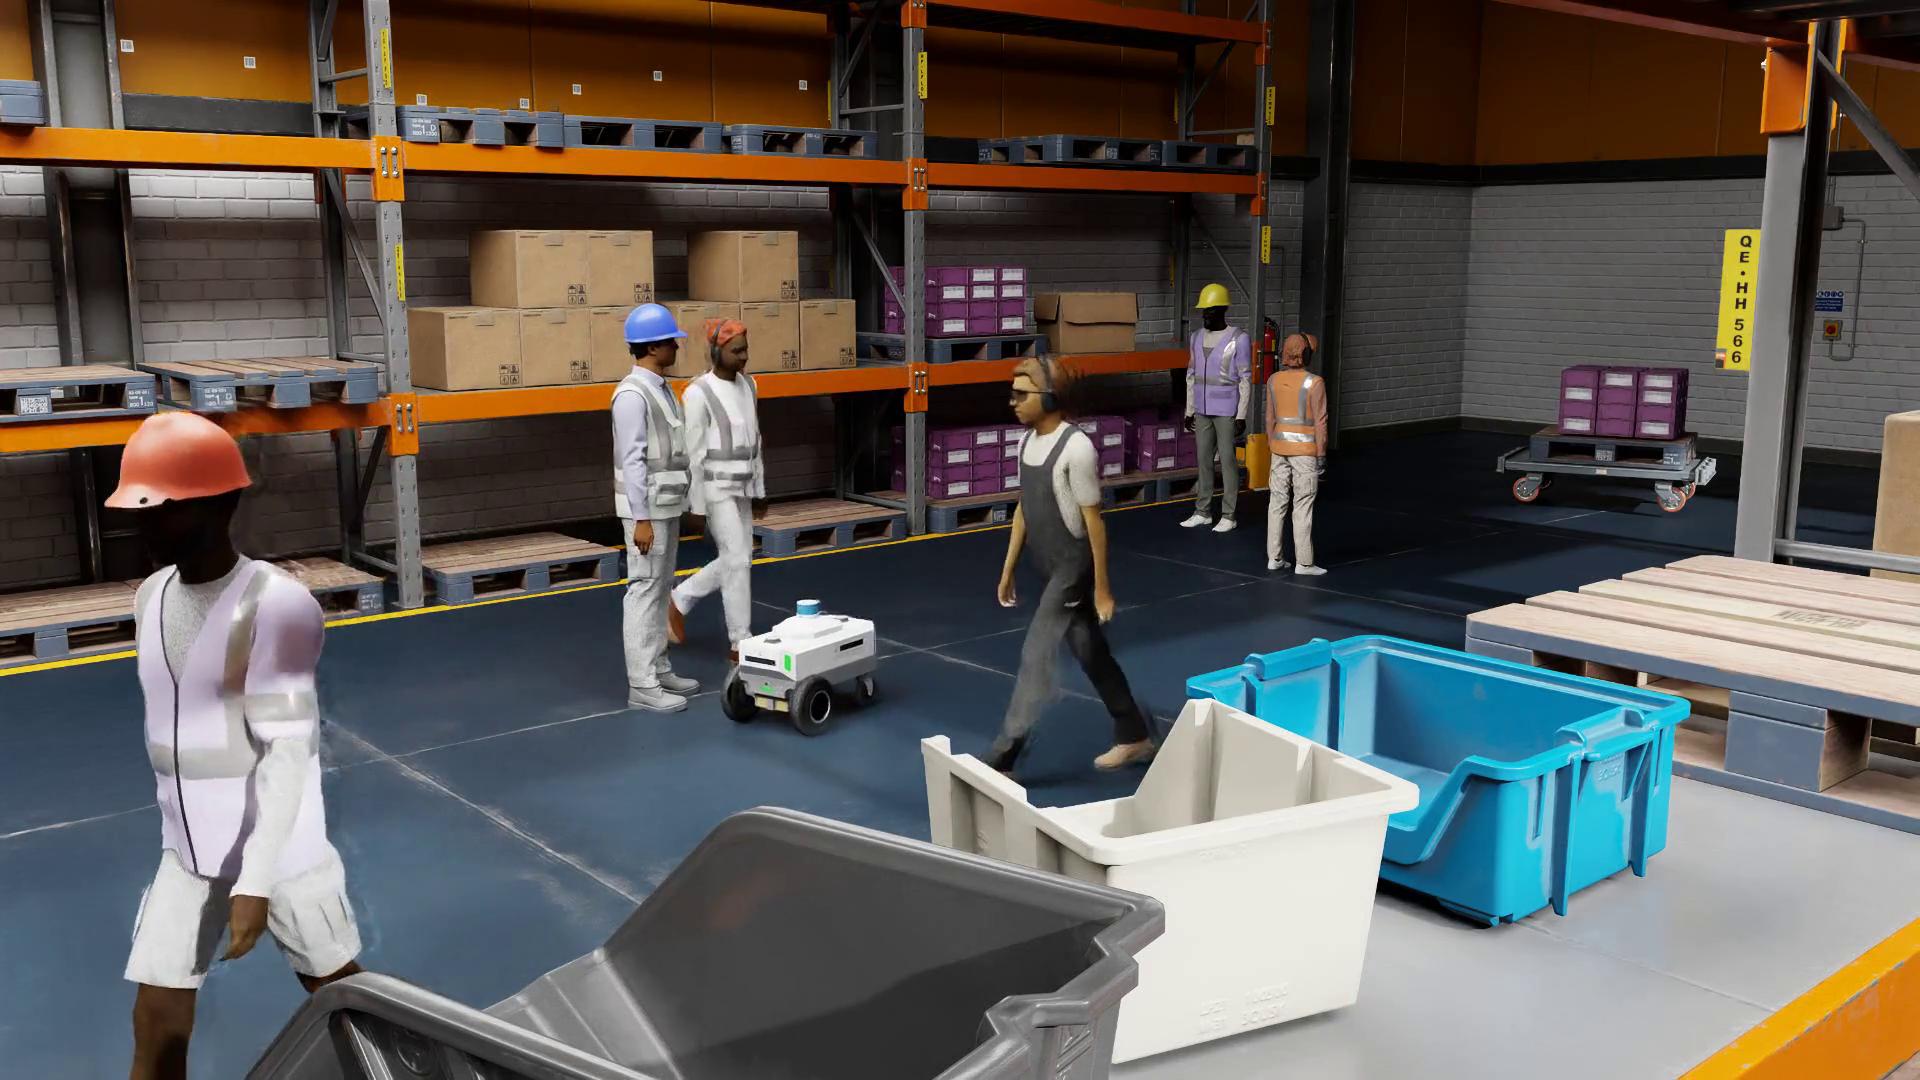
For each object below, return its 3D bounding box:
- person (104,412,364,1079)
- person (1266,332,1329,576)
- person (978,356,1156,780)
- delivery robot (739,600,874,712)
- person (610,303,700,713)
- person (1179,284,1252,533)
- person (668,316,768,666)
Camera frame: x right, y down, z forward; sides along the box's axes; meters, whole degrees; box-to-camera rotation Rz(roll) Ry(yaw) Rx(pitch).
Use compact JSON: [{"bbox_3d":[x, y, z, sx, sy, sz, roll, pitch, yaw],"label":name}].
[{"bbox_3d":[-1.616,0.655,3.686,0.550,1.886,1.035,4,11,22],"label":"person"},{"bbox_3d":[2.269,-0.574,11.226,0.307,1.641,0.511,-8,13,-37],"label":"person"},{"bbox_3d":[0.417,0.133,6.873,0.984,1.790,0.518,-4,11,-21],"label":"person"},{"bbox_3d":[-0.715,0.526,7.843,0.477,0.478,0.707,7,12,33],"label":"delivery robot"},{"bbox_3d":[-1.479,-0.158,8.022,0.382,1.949,0.614,1,10,3],"label":"person"},{"bbox_3d":[1.976,-1.018,12.910,0.383,1.924,0.594,-9,14,-41],"label":"person"},{"bbox_3d":[-1.302,-0.252,8.798,0.734,1.865,0.575,4,11,22],"label":"person"}]
